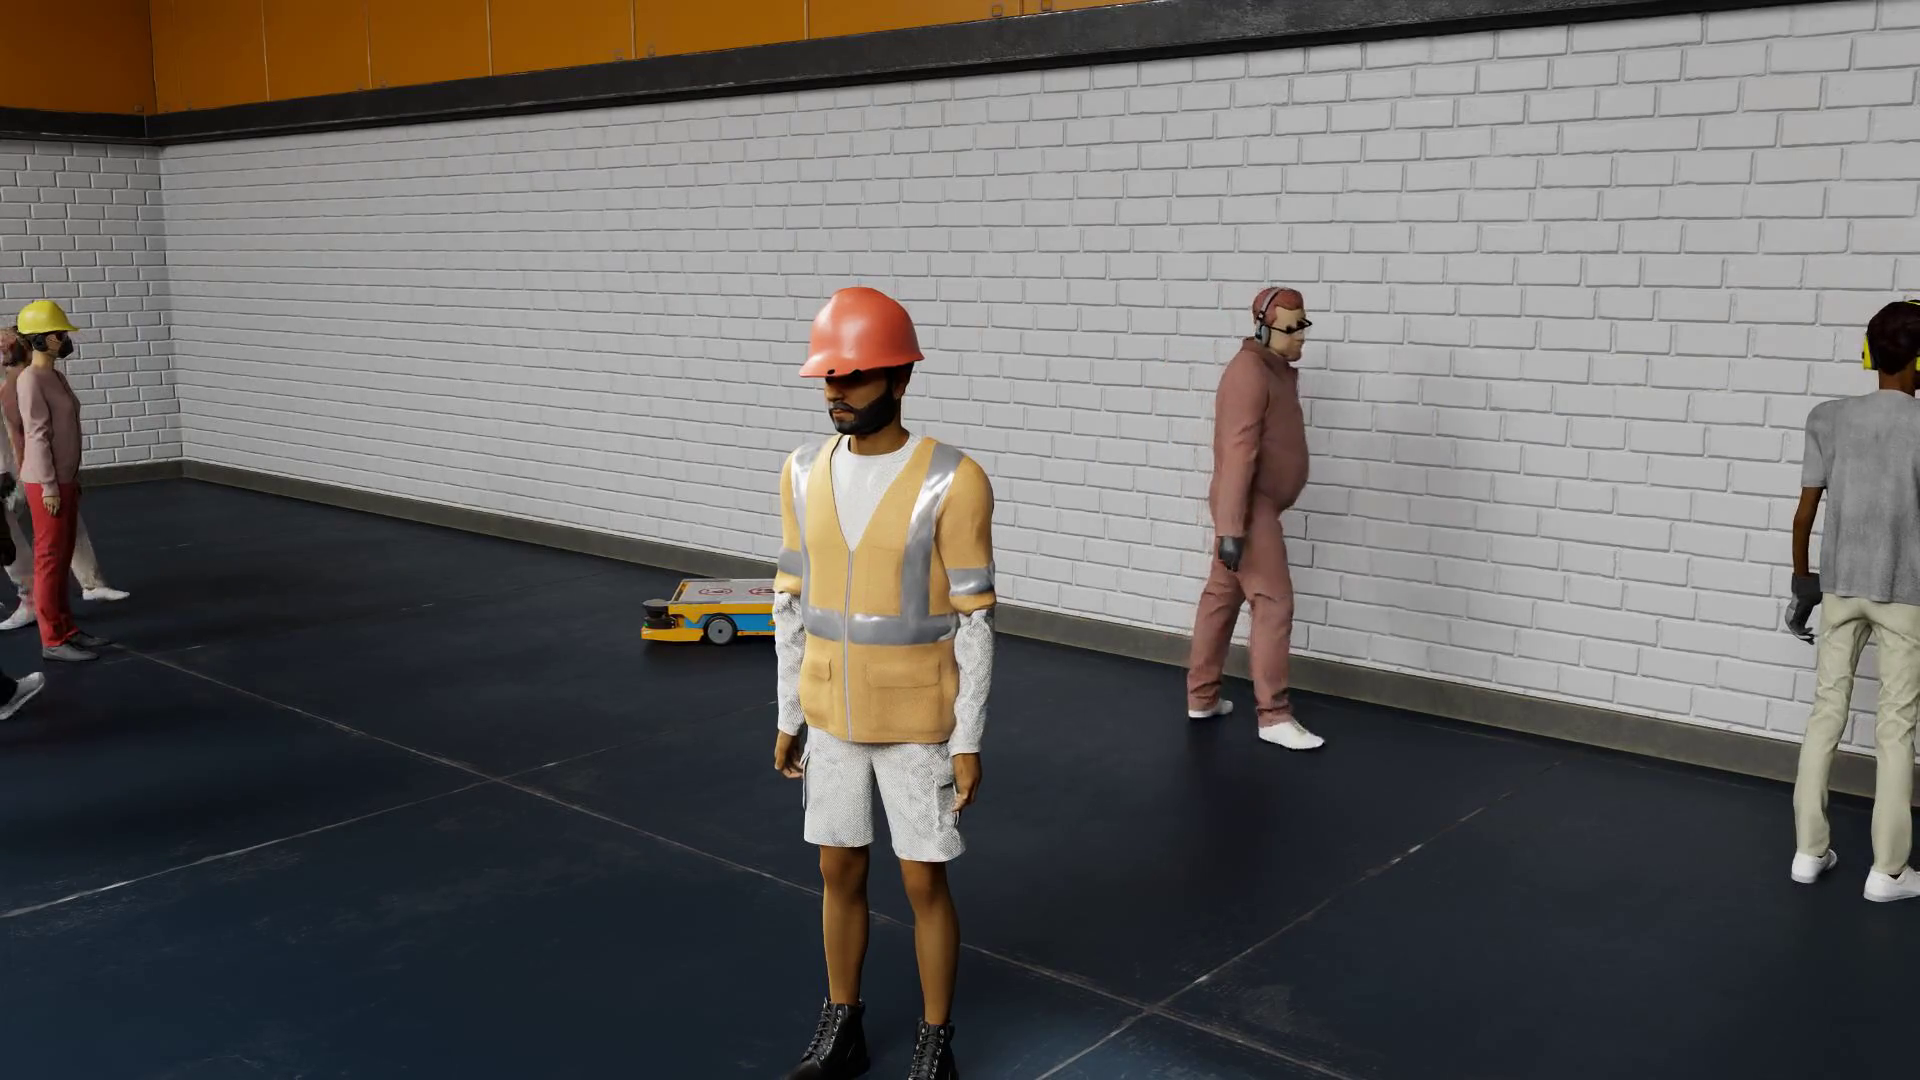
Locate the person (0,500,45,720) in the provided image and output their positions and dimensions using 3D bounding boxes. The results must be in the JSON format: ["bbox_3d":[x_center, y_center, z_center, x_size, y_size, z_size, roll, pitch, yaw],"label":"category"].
[{"bbox_3d":[-4.167,-0.079,6.741,0.611,1.859,1.017,3,10,16],"label":"person"}]

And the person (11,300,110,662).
[{"bbox_3d":[-4.444,-0.288,8.195,0.305,1.772,0.525,-3,10,-17],"label":"person"}]

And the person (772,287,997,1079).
[{"bbox_3d":[-0.199,0.400,3.796,0.551,1.934,0.372,5,11,26],"label":"person"}]

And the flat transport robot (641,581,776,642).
[{"bbox_3d":[-0.920,0.359,8.773,1.431,0.197,0.652,-1,10,-3],"label":"flat transport robot"}]

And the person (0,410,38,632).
[{"bbox_3d":[-5.198,-0.389,8.548,0.659,1.843,0.964,9,14,43],"label":"person"}]

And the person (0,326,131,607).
[{"bbox_3d":[-5.249,-0.405,9.348,0.862,1.596,0.532,-2,10,-10],"label":"person"}]

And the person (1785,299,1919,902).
[{"bbox_3d":[2.863,0.190,5.201,0.309,1.864,0.535,-8,13,-39],"label":"person"}]

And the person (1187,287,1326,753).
[{"bbox_3d":[1.230,-0.093,6.817,0.645,1.864,0.715,3,10,15],"label":"person"}]
